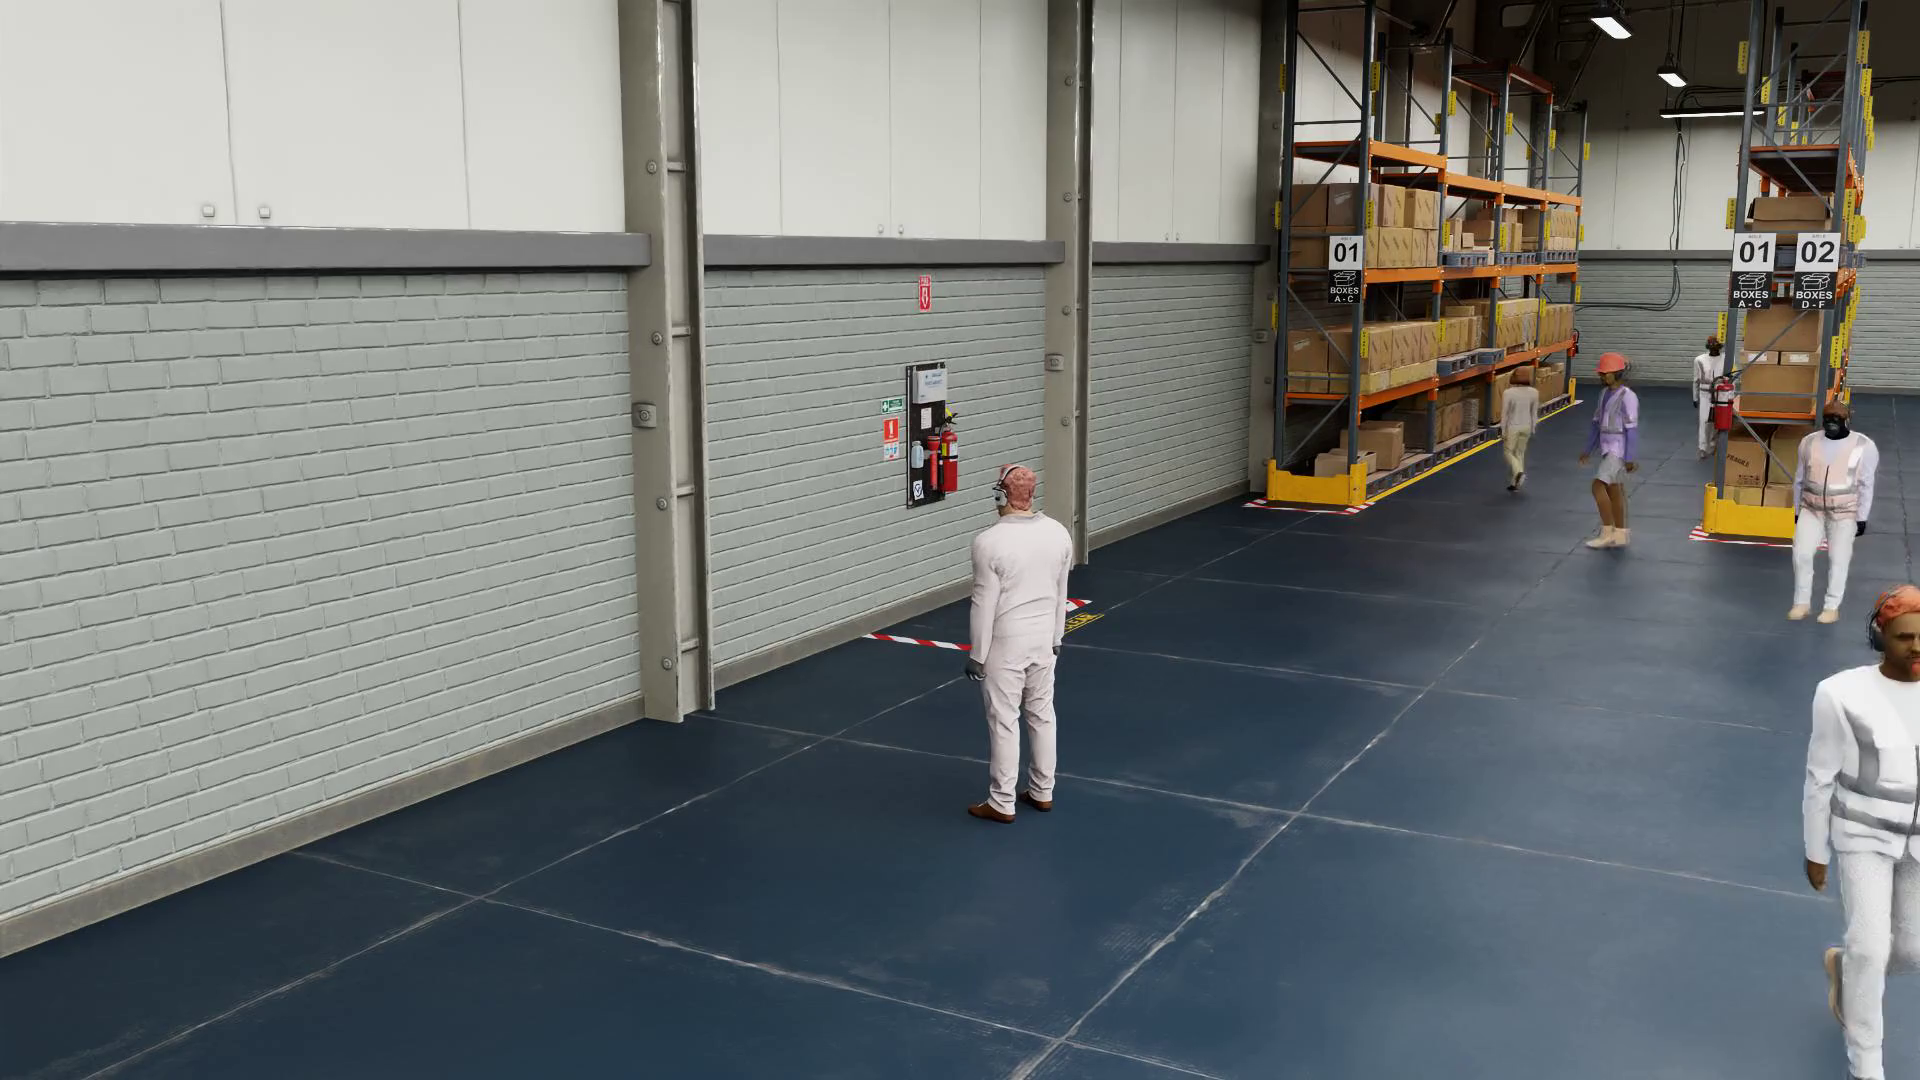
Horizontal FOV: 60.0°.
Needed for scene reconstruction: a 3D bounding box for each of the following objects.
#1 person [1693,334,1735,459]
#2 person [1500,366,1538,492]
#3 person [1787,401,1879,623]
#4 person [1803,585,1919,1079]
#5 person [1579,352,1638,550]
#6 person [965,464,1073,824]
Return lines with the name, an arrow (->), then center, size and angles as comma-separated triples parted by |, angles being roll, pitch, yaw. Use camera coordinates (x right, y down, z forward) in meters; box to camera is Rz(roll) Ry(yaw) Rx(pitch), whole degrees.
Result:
person -> 11.262, -2.161, 24.875 | 0.580, 1.844, 0.956 | 5, 11, 25
person -> 7.080, -1.390, 21.021 | 0.504, 1.619, 0.523 | -2, 10, -9
person -> 7.055, -0.208, 13.512 | 0.629, 1.826, 0.567 | 9, 13, 42
person -> 3.297, 1.062, 5.949 | 0.582, 1.862, 0.734 | 1, 10, 5
person -> 6.598, -0.901, 16.985 | 0.643, 2.013, 0.606 | 0, 10, 2
person -> 0.285, 0.546, 8.835 | 0.643, 1.909, 0.410 | -8, 12, -39
